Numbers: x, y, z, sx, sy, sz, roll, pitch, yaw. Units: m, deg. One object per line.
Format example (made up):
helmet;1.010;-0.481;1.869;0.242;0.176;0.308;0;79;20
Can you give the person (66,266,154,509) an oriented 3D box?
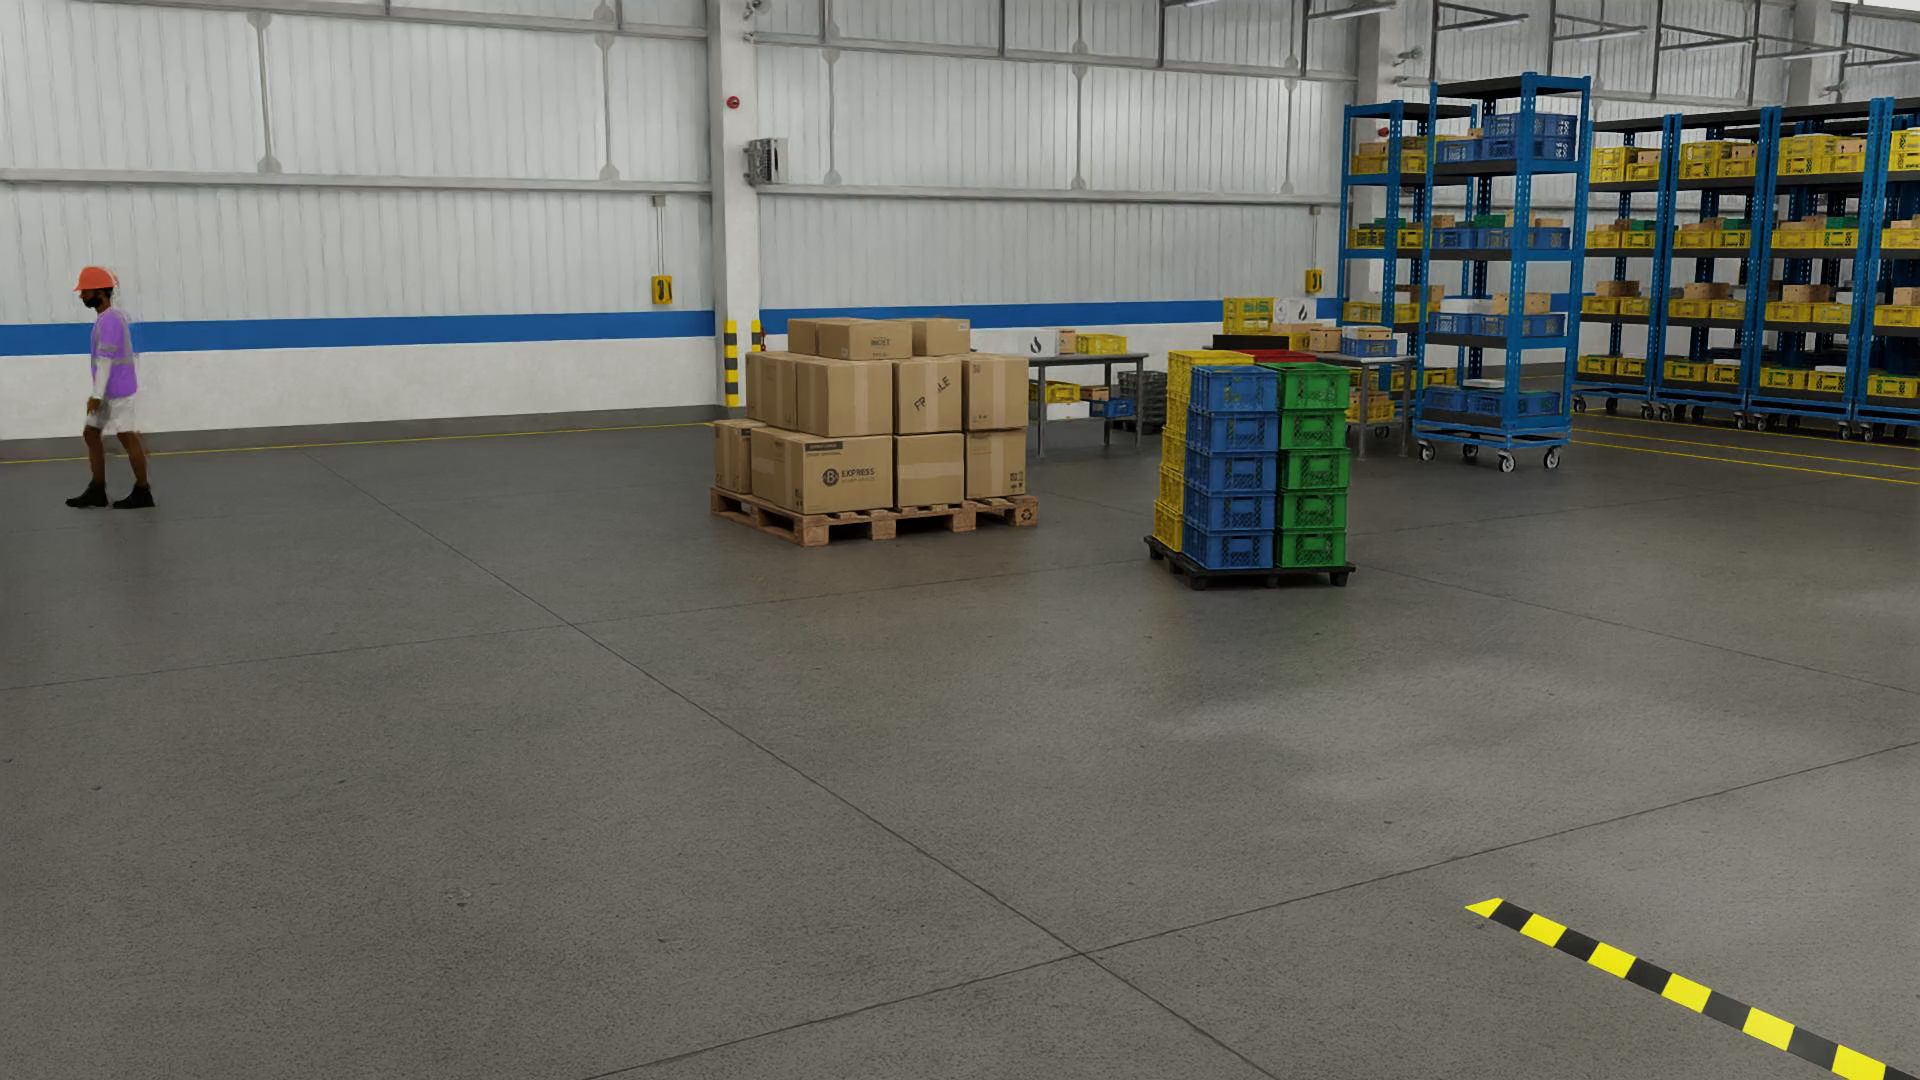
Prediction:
person;-6.754;-1.168;13.018;0.759;1.909;0.565;-7;12;-34
